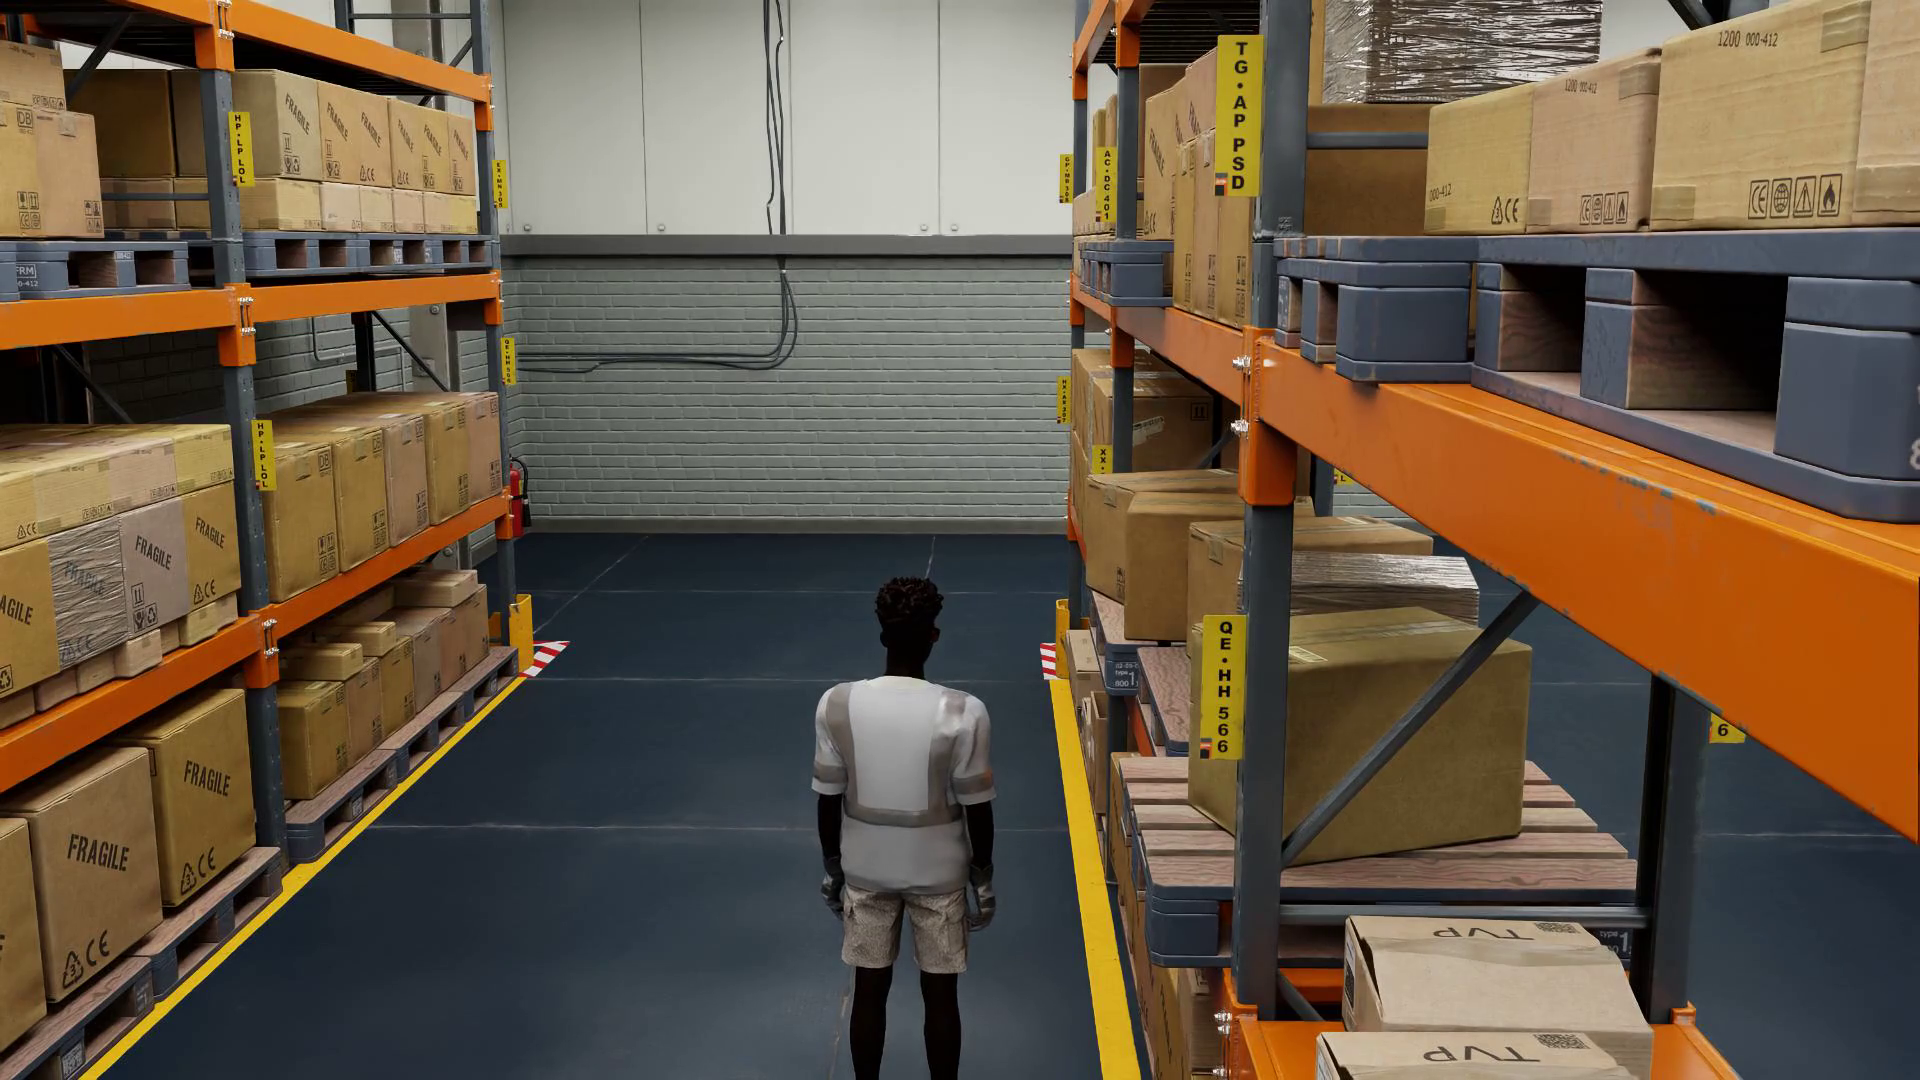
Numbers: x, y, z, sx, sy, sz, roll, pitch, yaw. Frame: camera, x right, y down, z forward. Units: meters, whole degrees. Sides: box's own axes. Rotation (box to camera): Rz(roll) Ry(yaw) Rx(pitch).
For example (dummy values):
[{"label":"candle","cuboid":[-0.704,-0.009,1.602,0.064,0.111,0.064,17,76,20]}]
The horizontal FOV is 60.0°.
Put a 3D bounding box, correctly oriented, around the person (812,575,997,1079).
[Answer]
[{"label":"person","cuboid":[-0.174,1.083,5.526,0.613,1.964,0.361,2,10,13]}]
